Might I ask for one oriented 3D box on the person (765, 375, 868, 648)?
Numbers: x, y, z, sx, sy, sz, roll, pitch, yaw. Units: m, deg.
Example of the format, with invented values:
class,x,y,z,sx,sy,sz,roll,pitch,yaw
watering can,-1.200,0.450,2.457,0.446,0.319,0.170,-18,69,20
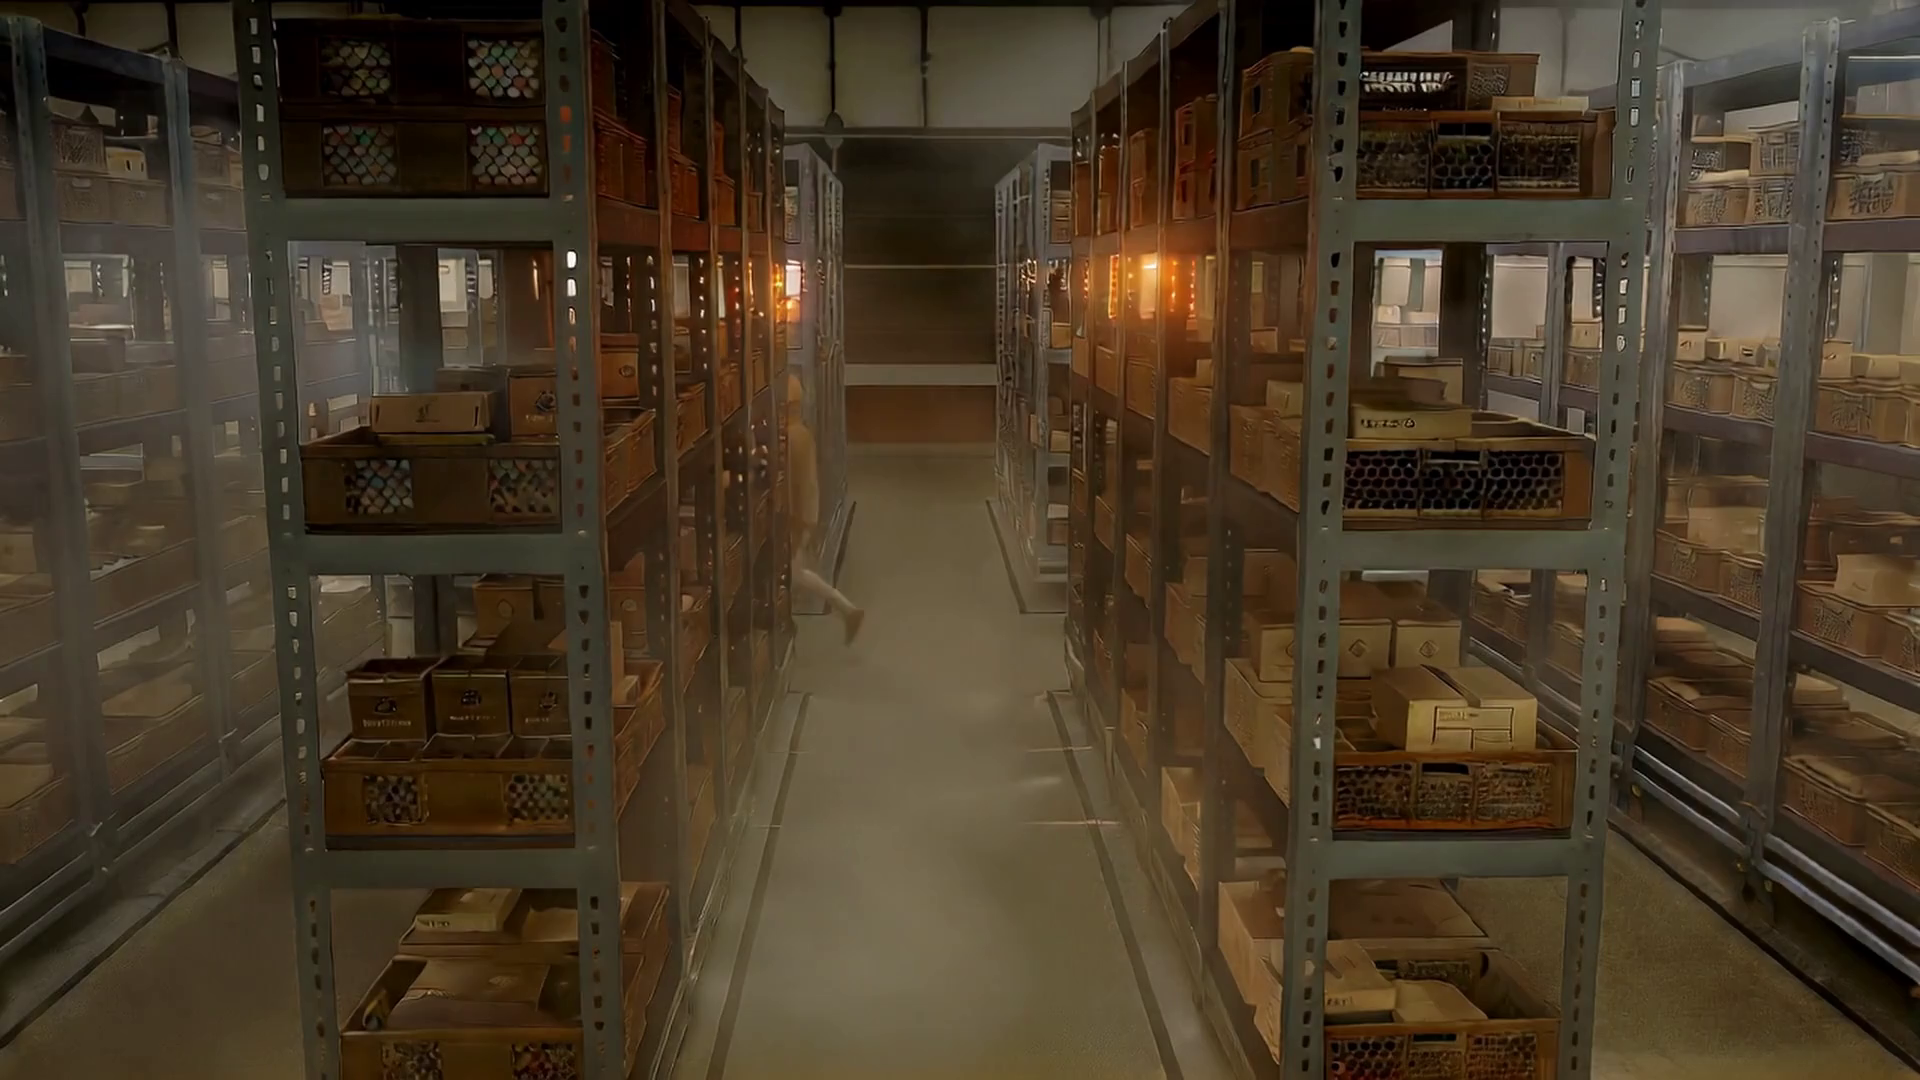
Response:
class,x,y,z,sx,sy,sz,roll,pitch,yaw
person,-1.075,-0.149,11.318,0.788,1.972,0.624,0,9,2
